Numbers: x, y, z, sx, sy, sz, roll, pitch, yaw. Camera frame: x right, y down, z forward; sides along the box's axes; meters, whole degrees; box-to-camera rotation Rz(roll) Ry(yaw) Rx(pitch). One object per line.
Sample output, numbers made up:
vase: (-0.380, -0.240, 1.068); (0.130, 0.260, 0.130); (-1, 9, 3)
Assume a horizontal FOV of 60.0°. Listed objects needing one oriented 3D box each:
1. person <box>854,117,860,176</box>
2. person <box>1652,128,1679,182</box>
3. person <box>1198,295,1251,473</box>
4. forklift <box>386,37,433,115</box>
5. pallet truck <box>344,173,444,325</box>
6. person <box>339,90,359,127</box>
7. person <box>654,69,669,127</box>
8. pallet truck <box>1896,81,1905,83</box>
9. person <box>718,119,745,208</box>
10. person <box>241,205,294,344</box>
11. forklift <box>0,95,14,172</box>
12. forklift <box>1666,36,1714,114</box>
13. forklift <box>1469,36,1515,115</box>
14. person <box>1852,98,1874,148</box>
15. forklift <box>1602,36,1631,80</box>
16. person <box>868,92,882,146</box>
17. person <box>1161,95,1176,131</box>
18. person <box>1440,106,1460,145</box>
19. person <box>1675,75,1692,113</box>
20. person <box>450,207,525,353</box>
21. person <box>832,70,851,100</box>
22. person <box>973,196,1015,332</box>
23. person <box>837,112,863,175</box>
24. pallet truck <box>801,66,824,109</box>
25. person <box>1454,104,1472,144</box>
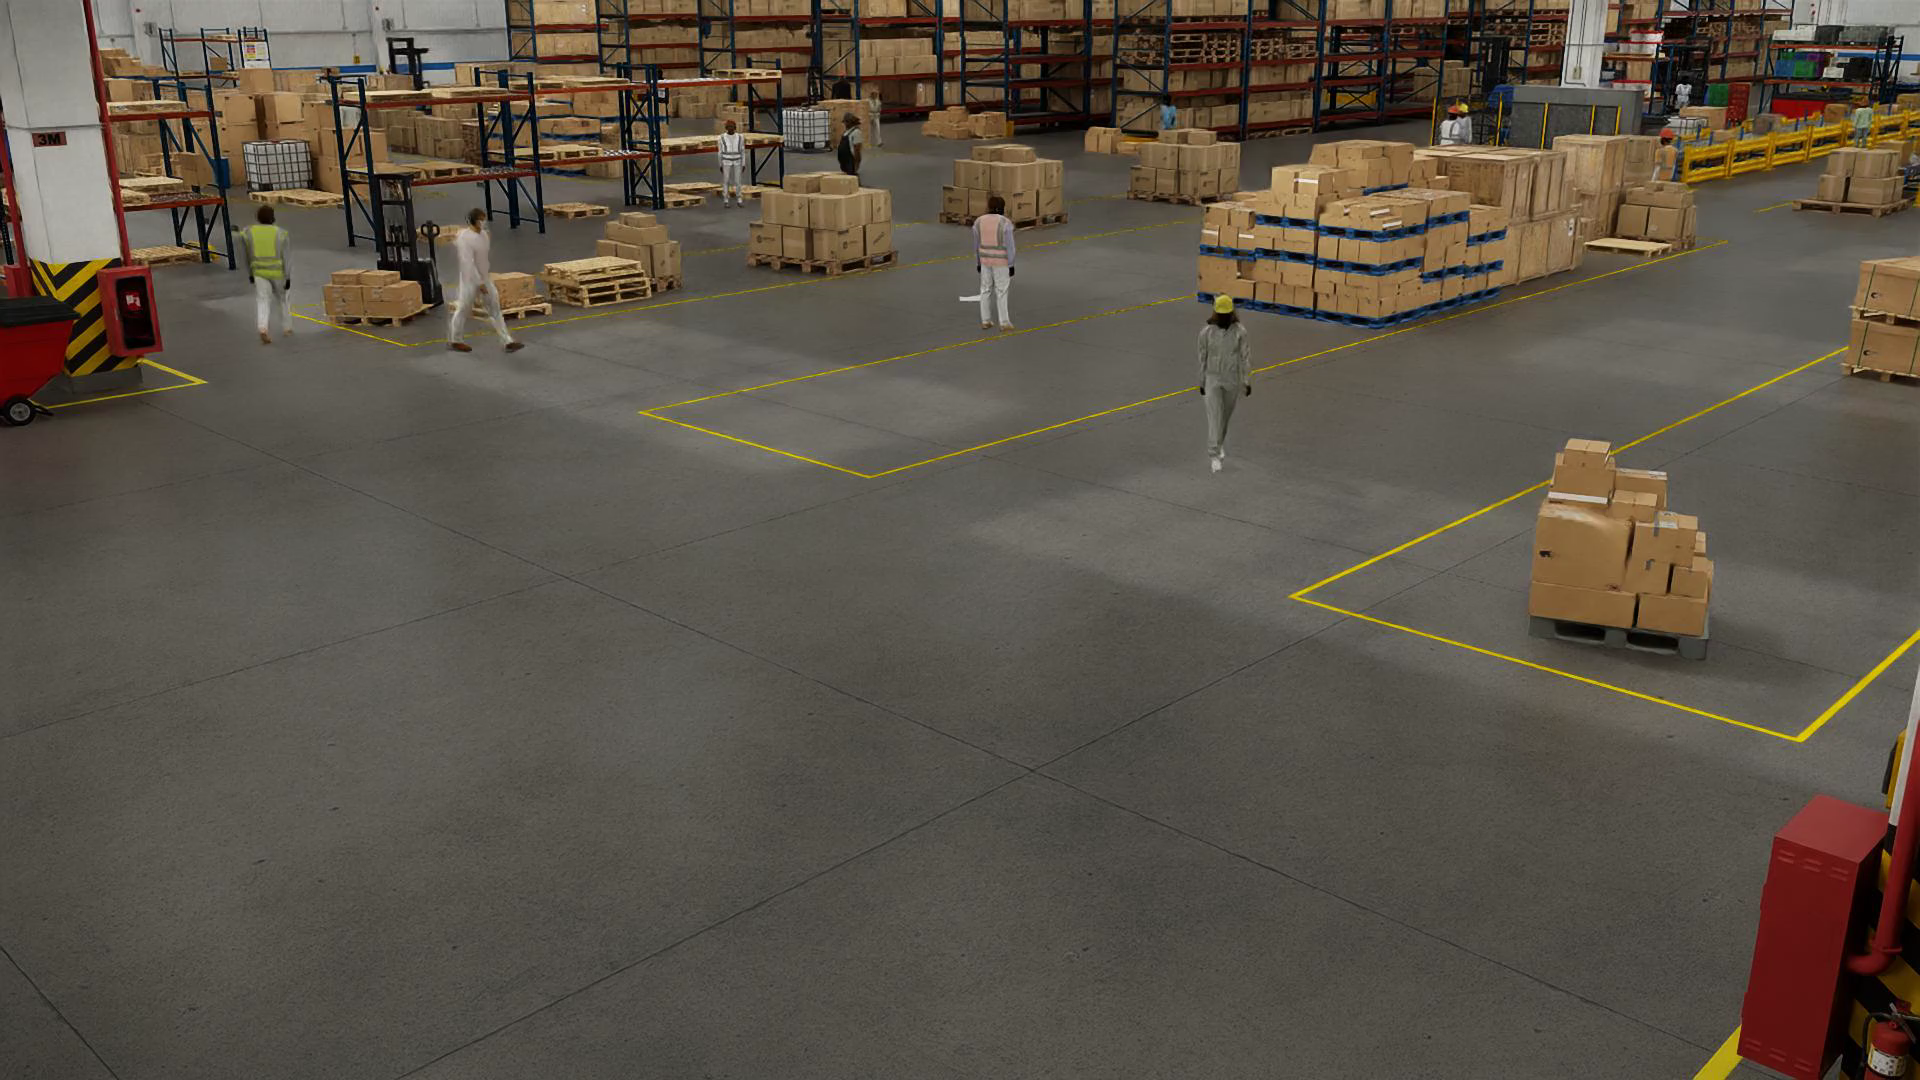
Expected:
person: (-2.308, -8.282, 36.316); (0.309, 1.868, 0.535); (4, 19, 13)
person: (13.705, -7.050, 32.491); (0.545, 1.942, 0.353); (-10, 21, -27)
person: (2.582, -1.578, 16.380); (0.497, 1.701, 0.886); (-1, 18, -2)
forklift: (-20.297, -16.875, 60.624); (1.129, 2.768, 1.873); (4, 19, 10)
pallet truck: (-8.209, -4.181, 23.757); (0.823, 1.965, 1.885); (3, 19, 9)
person: (-16.303, -11.008, 44.419); (0.355, 1.937, 0.635); (11, 21, 31)
person: (-10.118, -14.998, 56.490); (0.588, 1.911, 0.396); (10, 21, 27)
pallet truck: (34.802, -16.331, 61.455); (0.653, 1.274, 1.630); (17, 25, 41)
person: (-4.884, -8.063, 35.658); (0.573, 1.873, 0.356); (-6, 19, -16)
person: (-9.203, -3.540, 22.142); (0.615, 1.803, 0.920); (-4, 19, -11)
forklift: (-24.269, -10.815, 42.365); (1.129, 2.768, 1.873); (17, 25, 41)
forklift: (27.341, -17.291, 61.877); (1.129, 2.768, 1.873); (17, 25, 41)
forklift: (19.973, -17.201, 61.605); (1.873, 2.768, 1.129); (16, 24, 40)
person: (24.997, -11.410, 46.101); (0.505, 1.636, 0.278); (-1, 18, -2)
forklift: (24.333, -17.287, 61.864); (1.129, 2.768, 1.873); (17, 25, 41)
person: (-2.586, -12.584, 49.712); (0.506, 1.592, 0.883); (-8, 20, -22)
person: (5.862, -11.704, 46.953); (0.509, 1.633, 0.797); (9, 20, 25)
person: (11.429, -9.147, 38.840); (0.384, 1.929, 0.539); (-10, 21, -27)
person: (24.723, -15.030, 56.914); (0.537, 1.695, 0.321); (0, 18, 0)
person: (-6.178, -3.316, 21.353); (1.069, 1.879, 0.623); (8, 20, 22)
person: (-3.850, -14.260, 54.140); (0.617, 1.999, 0.382); (-2, 18, -5)
person: (0.493, -3.787, 22.826); (0.619, 1.839, 0.430); (11, 21, 30)
person: (-2.381, -8.188, 35.763); (0.540, 2.000, 0.715); (-9, 20, -25)
pallet truck: (-4.812, -15.182, 56.903); (0.823, 1.965, 1.885); (-9, 21, -26)
person: (12.542, -10.066, 41.830); (0.597, 1.791, 0.900); (-3, 19, -8)
